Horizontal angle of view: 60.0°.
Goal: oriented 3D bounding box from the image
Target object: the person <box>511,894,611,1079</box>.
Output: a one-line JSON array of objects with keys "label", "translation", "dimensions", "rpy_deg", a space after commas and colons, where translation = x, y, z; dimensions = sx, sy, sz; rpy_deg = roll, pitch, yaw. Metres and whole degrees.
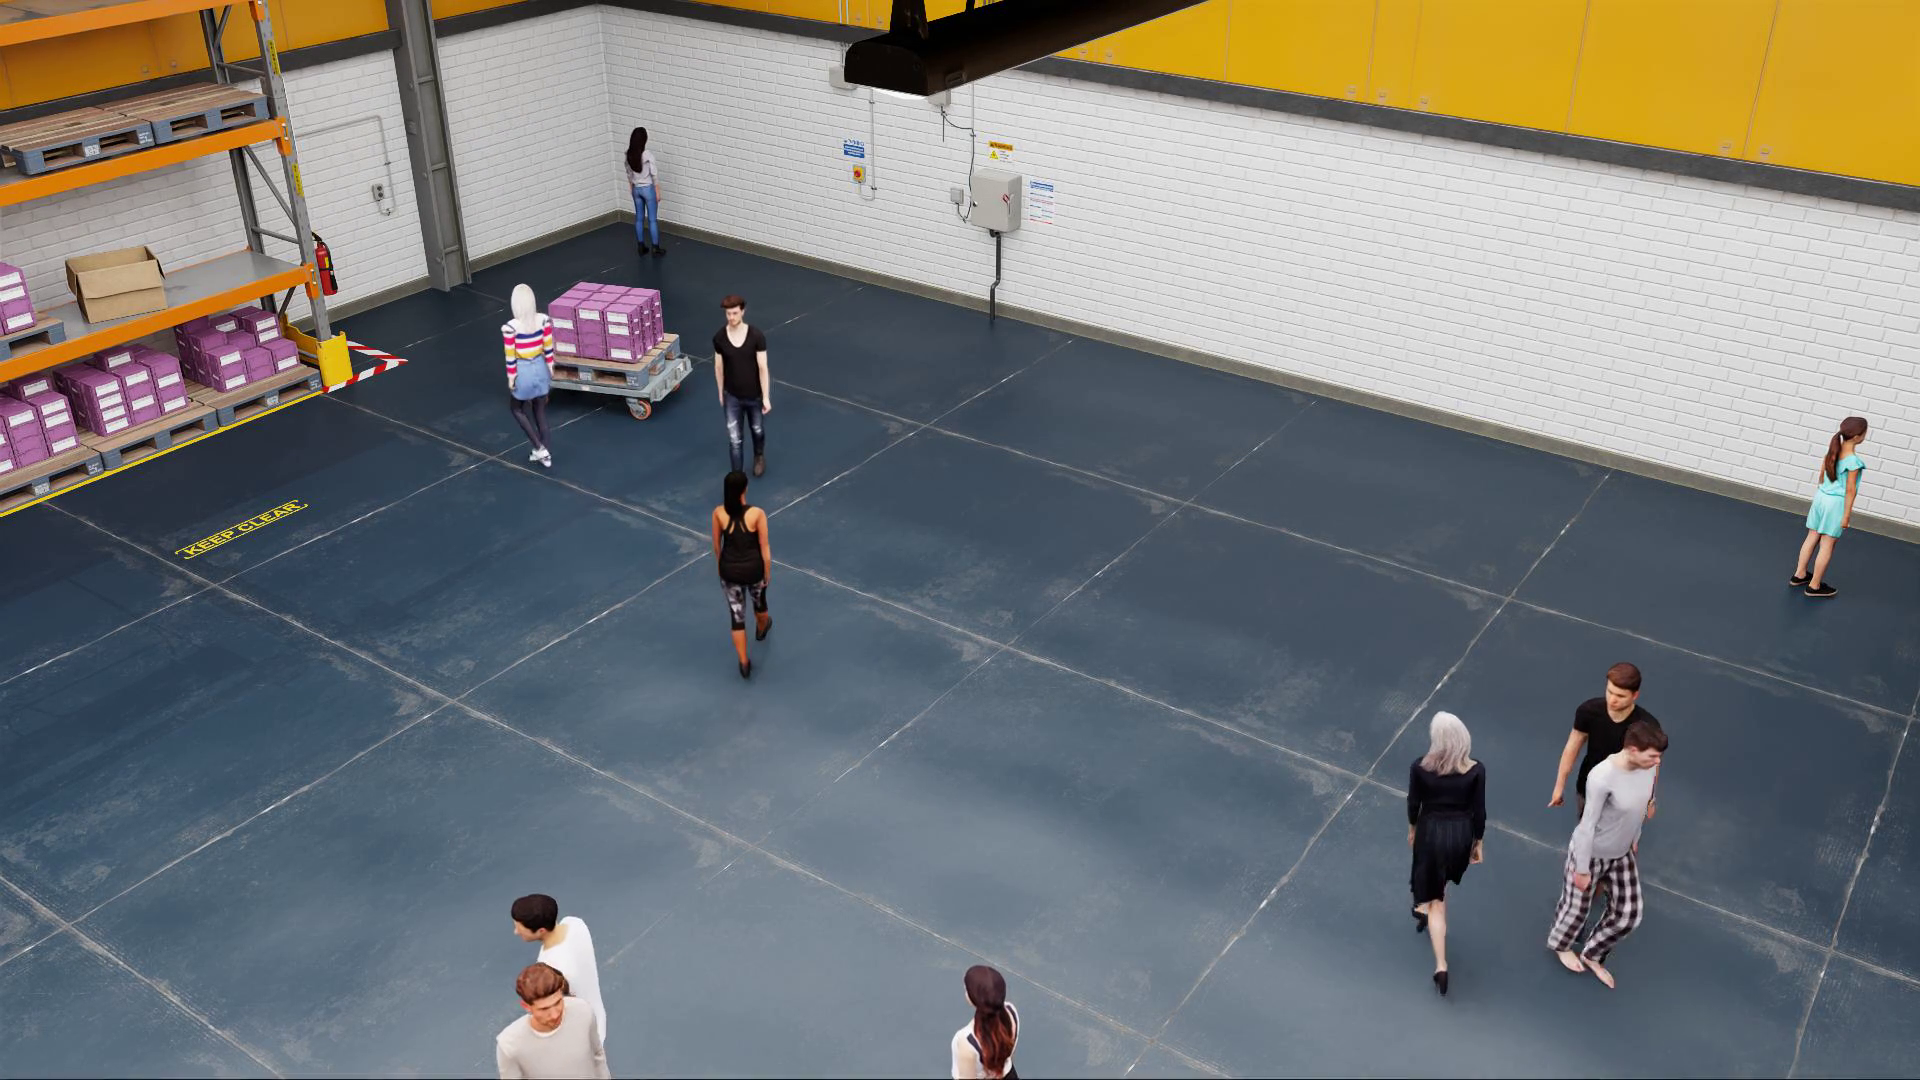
[{"label": "person", "translation": [-1.832, 2.485, 8.251], "dimensions": [1.091, 1.728, 1.121], "rpy_deg": [1, 29, 1]}]

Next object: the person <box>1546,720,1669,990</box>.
[{"label": "person", "translation": [3.630, 1.722, 9.547], "dimensions": [0.843, 1.825, 0.910], "rpy_deg": [-11, 31, -20]}]

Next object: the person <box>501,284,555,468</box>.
[{"label": "person", "translation": [-3.959, -1.496, 15.474], "dimensions": [0.656, 1.799, 0.791], "rpy_deg": [-23, 36, -35]}]

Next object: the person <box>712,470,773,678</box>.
[{"label": "person", "translation": [-1.639, 0.265, 12.412], "dimensions": [0.914, 1.639, 1.072], "rpy_deg": [1, 29, 2]}]

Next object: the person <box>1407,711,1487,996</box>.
[{"label": "person", "translation": [2.781, 1.808, 9.517], "dimensions": [0.905, 1.704, 1.073], "rpy_deg": [7, 29, 12]}]

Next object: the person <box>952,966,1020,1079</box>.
[{"label": "person", "translation": [0.138, 2.696, 7.948], "dimensions": [0.603, 1.646, 0.468], "rpy_deg": [20, 34, 32]}]

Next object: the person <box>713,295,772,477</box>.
[{"label": "person", "translation": [-1.941, -1.353, 15.156], "dimensions": [1.130, 1.852, 1.290], "rpy_deg": [0, 29, -1]}]

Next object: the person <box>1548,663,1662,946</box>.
[{"label": "person", "translation": [3.946, 1.479, 9.991], "dimensions": [0.764, 1.827, 1.035], "rpy_deg": [22, 36, 35]}]

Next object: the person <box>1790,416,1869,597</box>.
[{"label": "person", "translation": [7.091, -0.292, 13.519], "dimensions": [0.690, 1.558, 0.634], "rpy_deg": [-6, 29, -11]}]

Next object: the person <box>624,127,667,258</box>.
[{"label": "person", "translation": [-3.982, -4.385, 20.943], "dimensions": [0.633, 1.633, 0.558], "rpy_deg": [13, 31, 22]}]

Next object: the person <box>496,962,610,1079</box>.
[{"label": "person", "translation": [-1.855, 2.682, 7.708], "dimensions": [0.635, 1.900, 0.797], "rpy_deg": [-21, 35, -34]}]
